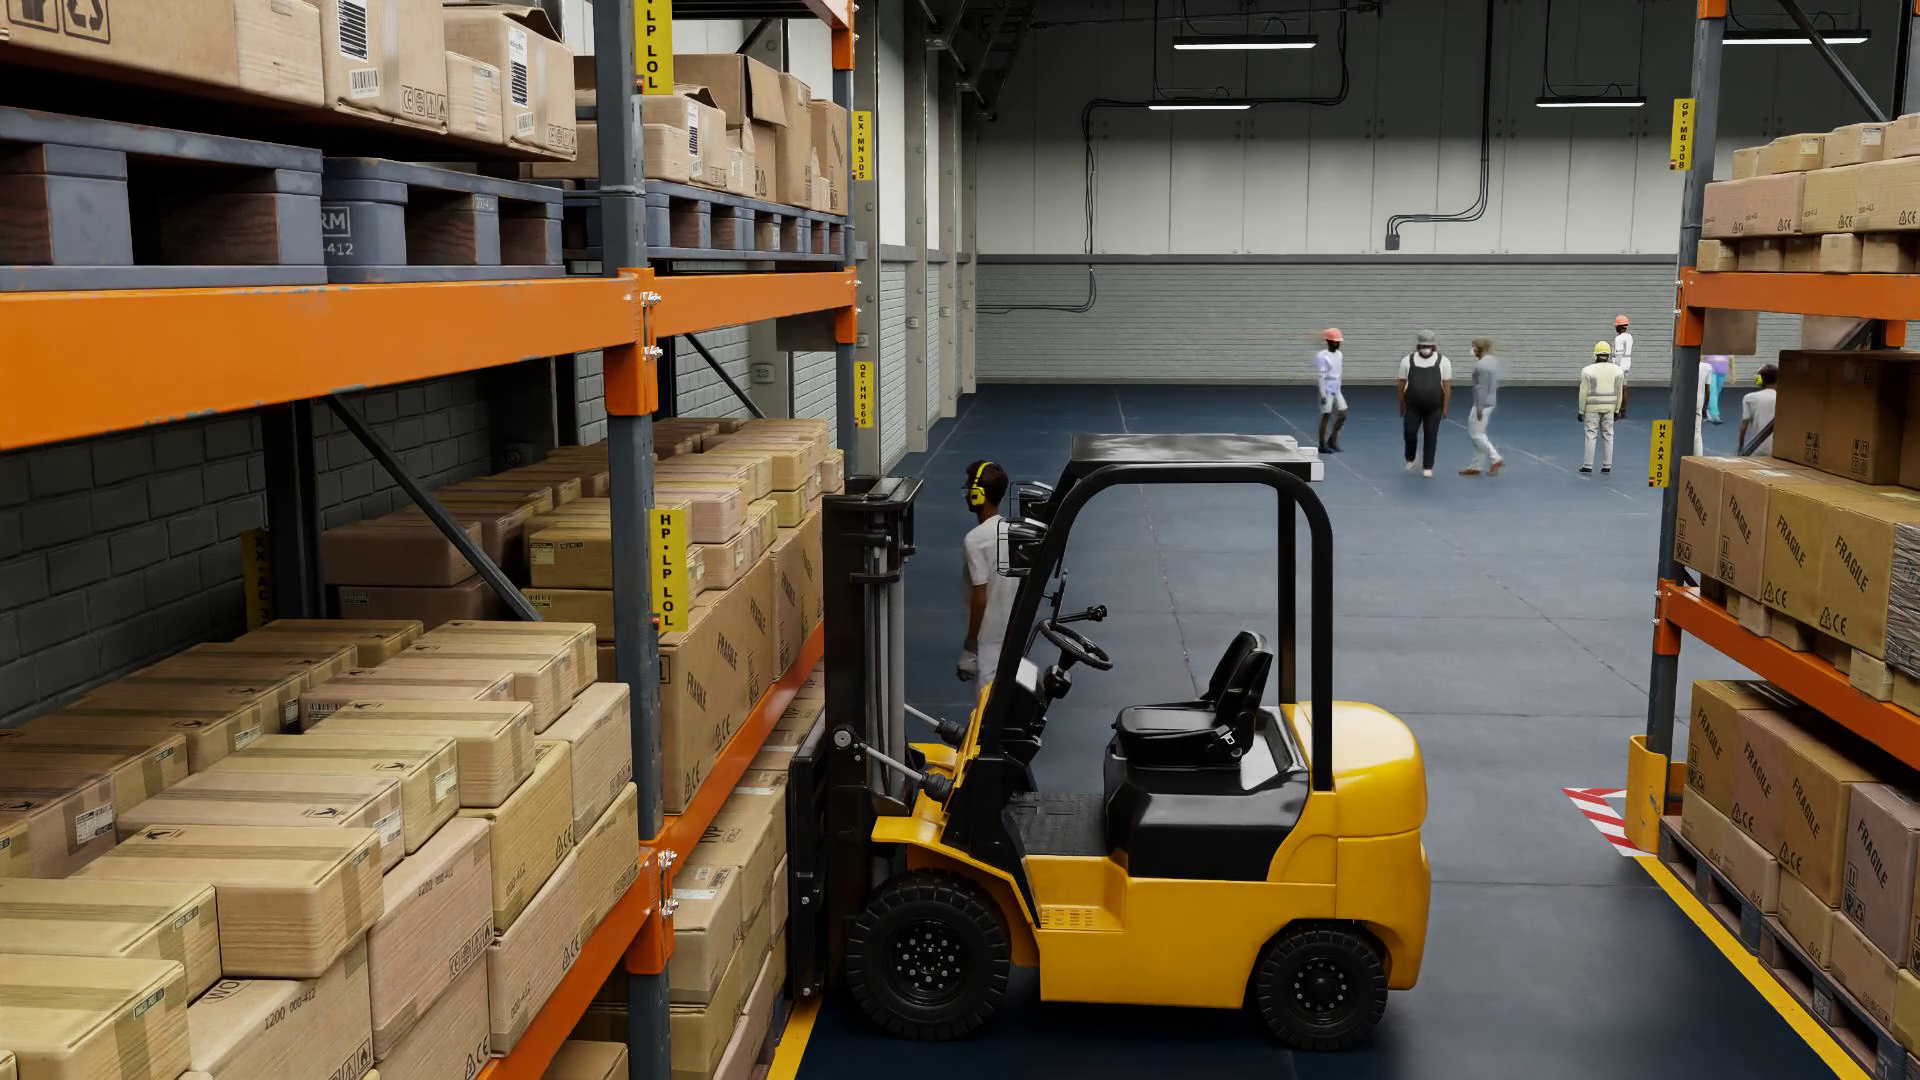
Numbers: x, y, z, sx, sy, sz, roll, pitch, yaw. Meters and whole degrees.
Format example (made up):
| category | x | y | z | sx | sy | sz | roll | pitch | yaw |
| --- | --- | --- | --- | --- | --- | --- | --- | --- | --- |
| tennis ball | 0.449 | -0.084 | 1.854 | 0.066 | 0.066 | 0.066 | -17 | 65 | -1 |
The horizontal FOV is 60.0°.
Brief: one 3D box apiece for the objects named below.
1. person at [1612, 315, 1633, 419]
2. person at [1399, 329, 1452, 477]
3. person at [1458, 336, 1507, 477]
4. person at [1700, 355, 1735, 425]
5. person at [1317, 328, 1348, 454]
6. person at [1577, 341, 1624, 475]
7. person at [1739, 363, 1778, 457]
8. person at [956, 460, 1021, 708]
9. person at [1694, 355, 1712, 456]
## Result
| category | x | y | z | sx | sy | sz | roll | pitch | yaw |
| --- | --- | --- | --- | --- | --- | --- | --- | --- | --- |
| person | 12.327 | -3.222 | 31.086 | 0.355 | 1.935 | 0.552 | 8 | 13 | 41 |
| person | 6.290 | -1.861 | 22.519 | 0.688 | 2.000 | 0.540 | 3 | 10 | 17 |
| person | 7.087 | -1.798 | 22.498 | 0.540 | 1.922 | 0.645 | 4 | 10 | 24 |
| person | 13.759 | -3.009 | 30.230 | 0.584 | 1.794 | 0.966 | 1 | 9 | 3 |
| person | 5.672 | -2.256 | 25.278 | 0.564 | 1.915 | 0.511 | -8 | 12 | -39 |
| person | 8.756 | -1.802 | 22.789 | 0.590 | 1.833 | 0.403 | 0 | 9 | -2 |
| person | 8.504 | -0.936 | 17.517 | 0.537 | 1.839 | 0.703 | 5 | 10 | 26 |
| person | 0.146 | 0.518 | 8.615 | 0.334 | 1.873 | 0.517 | 6 | 11 | 30 |
| person | 9.894 | -1.782 | 22.542 | 0.513 | 1.877 | 0.328 | 0 | 9 | -2 |
